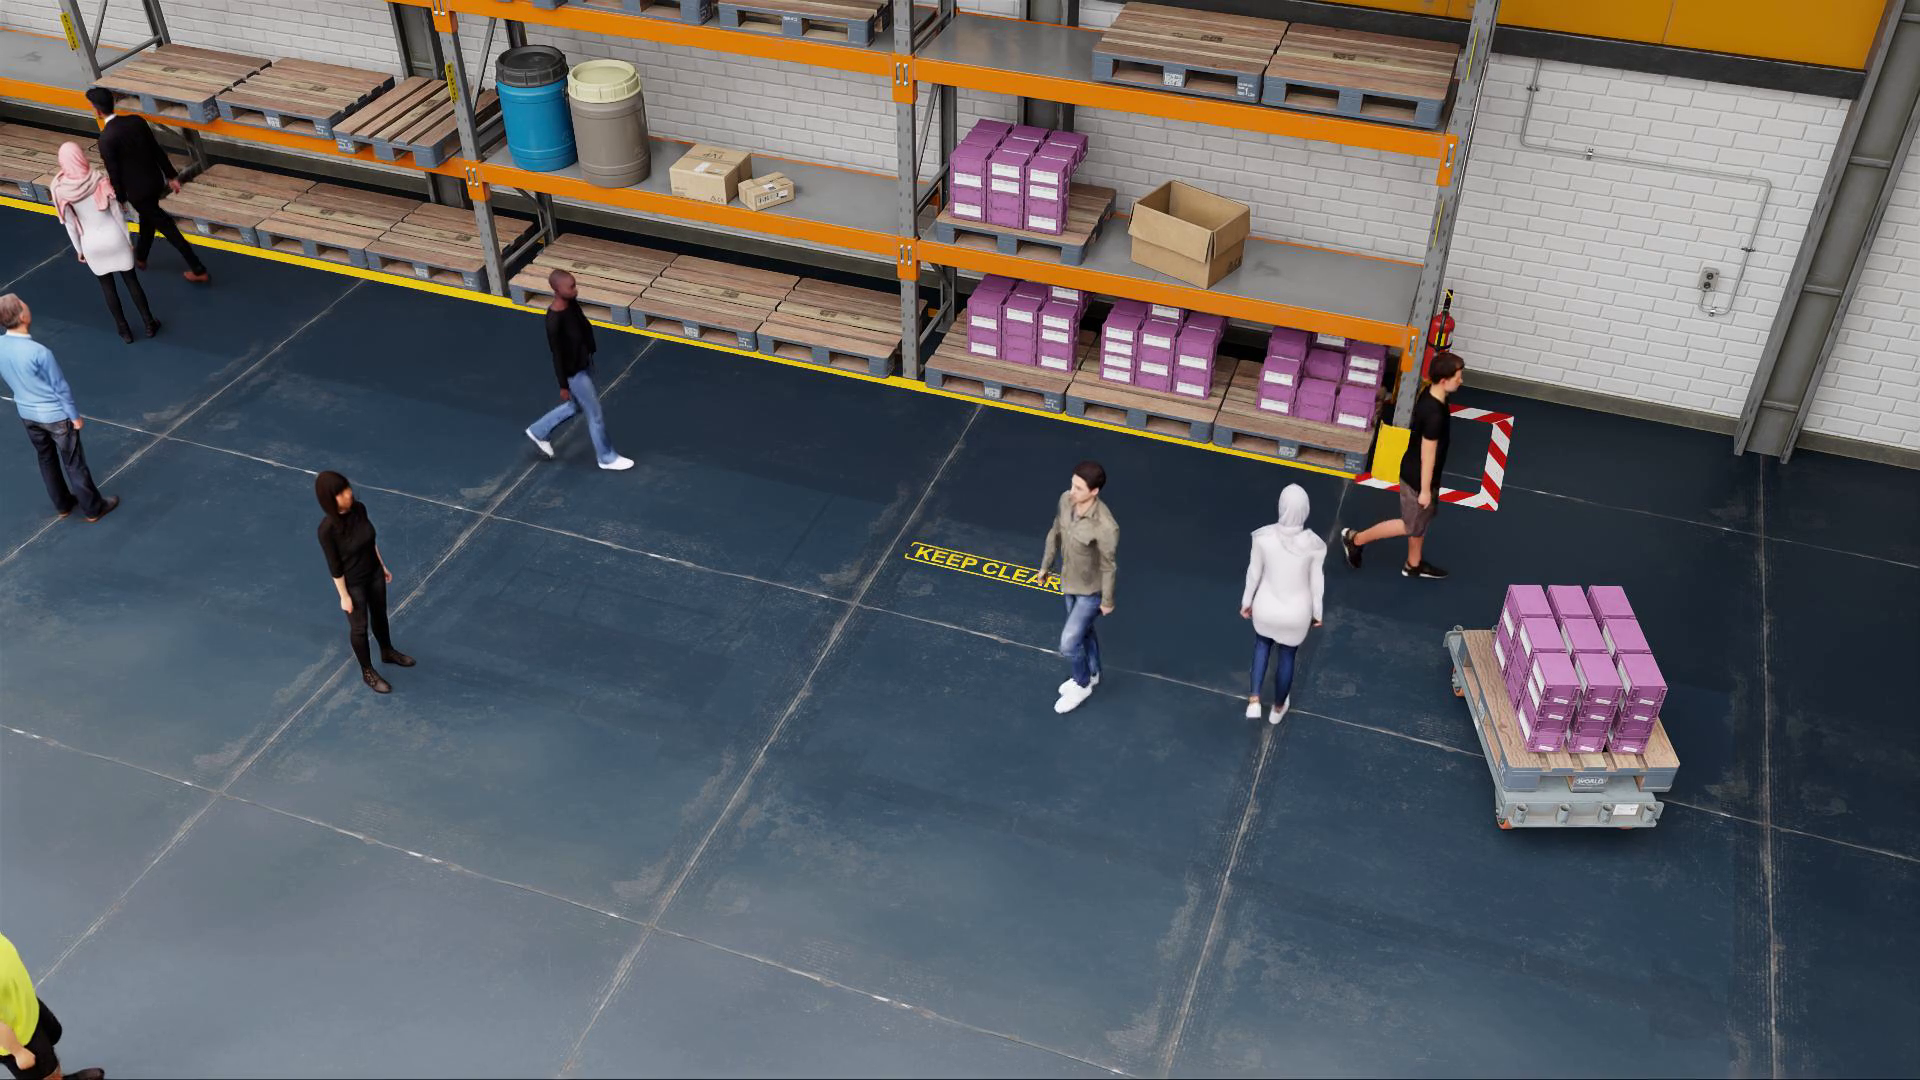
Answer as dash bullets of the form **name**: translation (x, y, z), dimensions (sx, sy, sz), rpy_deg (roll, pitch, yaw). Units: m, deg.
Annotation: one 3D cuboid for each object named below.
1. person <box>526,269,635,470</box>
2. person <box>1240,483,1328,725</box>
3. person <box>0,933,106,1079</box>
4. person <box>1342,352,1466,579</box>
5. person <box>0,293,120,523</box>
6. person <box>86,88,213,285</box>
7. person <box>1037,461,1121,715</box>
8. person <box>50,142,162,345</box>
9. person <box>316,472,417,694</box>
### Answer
- **person**: translation (-2.954, -1.266, 12.453), dimensions (1.122, 1.725, 0.763), rpy_deg (5, 39, 6)
- **person**: translation (1.945, 0.477, 10.241), dimensions (0.686, 1.763, 0.736), rpy_deg (19, 42, 22)
- **person**: translation (-4.594, 2.304, 8.000), dimensions (0.772, 1.704, 0.724), rpy_deg (-14, 41, -17)
- **person**: translation (3.076, -0.476, 11.366), dimensions (1.000, 1.847, 0.688), rpy_deg (11, 40, 13)
- **person**: translation (-6.589, -0.938, 11.973), dimensions (0.499, 1.813, 0.705), rpy_deg (11, 40, 13)
- **person**: translation (-7.074, -3.045, 14.606), dimensions (1.224, 1.819, 0.834), rpy_deg (11, 40, 14)
- **person**: translation (0.863, 0.240, 10.466), dimensions (0.891, 1.851, 0.828), rpy_deg (-17, 42, -20)
- **person**: translation (-7.162, -2.482, 13.914), dimensions (0.720, 1.803, 0.783), rpy_deg (-16, 41, -19)
- **person**: translation (-3.852, 0.241, 10.635), dimensions (0.502, 1.640, 0.575), rpy_deg (15, 41, 18)
